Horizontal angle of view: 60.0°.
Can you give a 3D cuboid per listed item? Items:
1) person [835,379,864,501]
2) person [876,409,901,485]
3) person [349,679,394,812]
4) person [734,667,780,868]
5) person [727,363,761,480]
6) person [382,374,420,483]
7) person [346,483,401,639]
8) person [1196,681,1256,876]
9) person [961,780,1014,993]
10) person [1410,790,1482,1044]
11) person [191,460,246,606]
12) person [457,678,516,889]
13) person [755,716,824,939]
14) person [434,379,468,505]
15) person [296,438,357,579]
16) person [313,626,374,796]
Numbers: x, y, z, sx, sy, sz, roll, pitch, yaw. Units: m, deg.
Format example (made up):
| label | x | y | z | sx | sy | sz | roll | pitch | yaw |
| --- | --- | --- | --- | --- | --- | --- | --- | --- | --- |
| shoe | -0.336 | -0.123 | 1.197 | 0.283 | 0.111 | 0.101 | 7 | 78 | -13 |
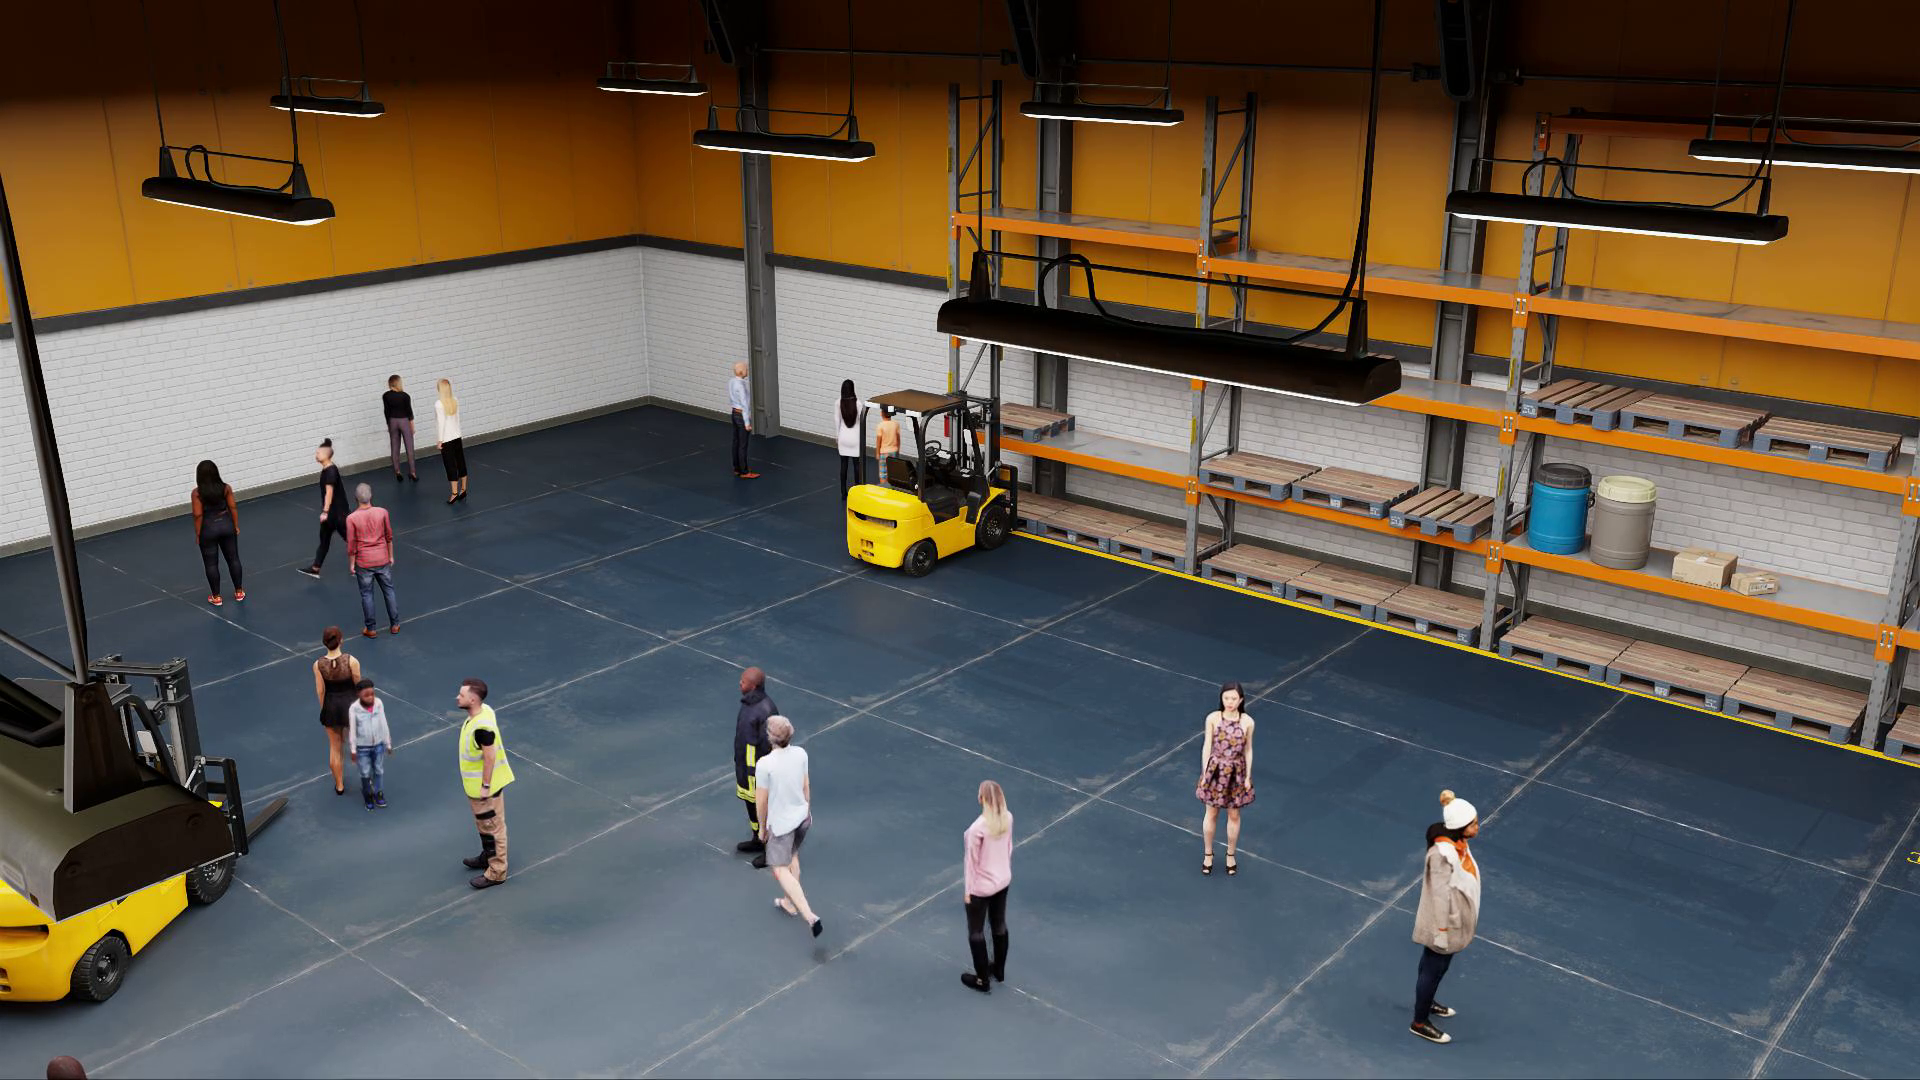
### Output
| label | x | y | z | sx | sy | sz | roll | pitch | yaw |
| --- | --- | --- | --- | --- | --- | --- | --- | --- | --- |
| person | -1.619 | -1.472 | 24.394 | 0.623 | 1.808 | 0.747 | 4 | 19 | 12 |
| person | -1.044 | -1.272 | 24.350 | 0.589 | 1.457 | 0.597 | -9 | 20 | -24 |
| person | -5.475 | 1.856 | 15.379 | 0.553 | 1.255 | 0.566 | -13 | 22 | -33 |
| person | -1.713 | 1.914 | 14.321 | 0.907 | 1.820 | 0.773 | -9 | 21 | -25 |
| person | -3.359 | -1.844 | 25.524 | 0.770 | 1.791 | 0.622 | -11 | 21 | -29 |
| person | -8.509 | -1.693 | 25.265 | 0.643 | 1.672 | 0.737 | 2 | 19 | 5 |
| person | -6.825 | 0.228 | 19.312 | 0.744 | 1.831 | 0.660 | -12 | 22 | -31 |
| person | 2.258 | 2.021 | 14.077 | 0.776 | 1.773 | 0.857 | 3 | 19 | 8 |
| person | 0.224 | 2.591 | 12.521 | 0.623 | 1.687 | 0.562 | -17 | 25 | -41 |
| person | 3.465 | 2.665 | 11.973 | 0.775 | 1.895 | 0.781 | 7 | 20 | 20 |
| person | -9.087 | -0.109 | 20.334 | 0.714 | 1.816 | 0.684 | -14 | 23 | -35 |
| person | -4.020 | 2.009 | 13.998 | 0.901 | 1.847 | 0.824 | -6 | 20 | -18 |
| person | -1.325 | 2.301 | 13.207 | 0.791 | 1.799 | 1.140 | -14 | 23 | -35 |
| person | -7.427 | -1.439 | 24.218 | 0.615 | 1.858 | 0.660 | 8 | 20 | 23 |
| person | -7.841 | -0.374 | 21.121 | 1.041 | 1.818 | 1.181 | -10 | 21 | -27 |
| person | -5.775 | 1.581 | 15.539 | 0.678 | 1.675 | 0.723 | -4 | 19 | -12 |
